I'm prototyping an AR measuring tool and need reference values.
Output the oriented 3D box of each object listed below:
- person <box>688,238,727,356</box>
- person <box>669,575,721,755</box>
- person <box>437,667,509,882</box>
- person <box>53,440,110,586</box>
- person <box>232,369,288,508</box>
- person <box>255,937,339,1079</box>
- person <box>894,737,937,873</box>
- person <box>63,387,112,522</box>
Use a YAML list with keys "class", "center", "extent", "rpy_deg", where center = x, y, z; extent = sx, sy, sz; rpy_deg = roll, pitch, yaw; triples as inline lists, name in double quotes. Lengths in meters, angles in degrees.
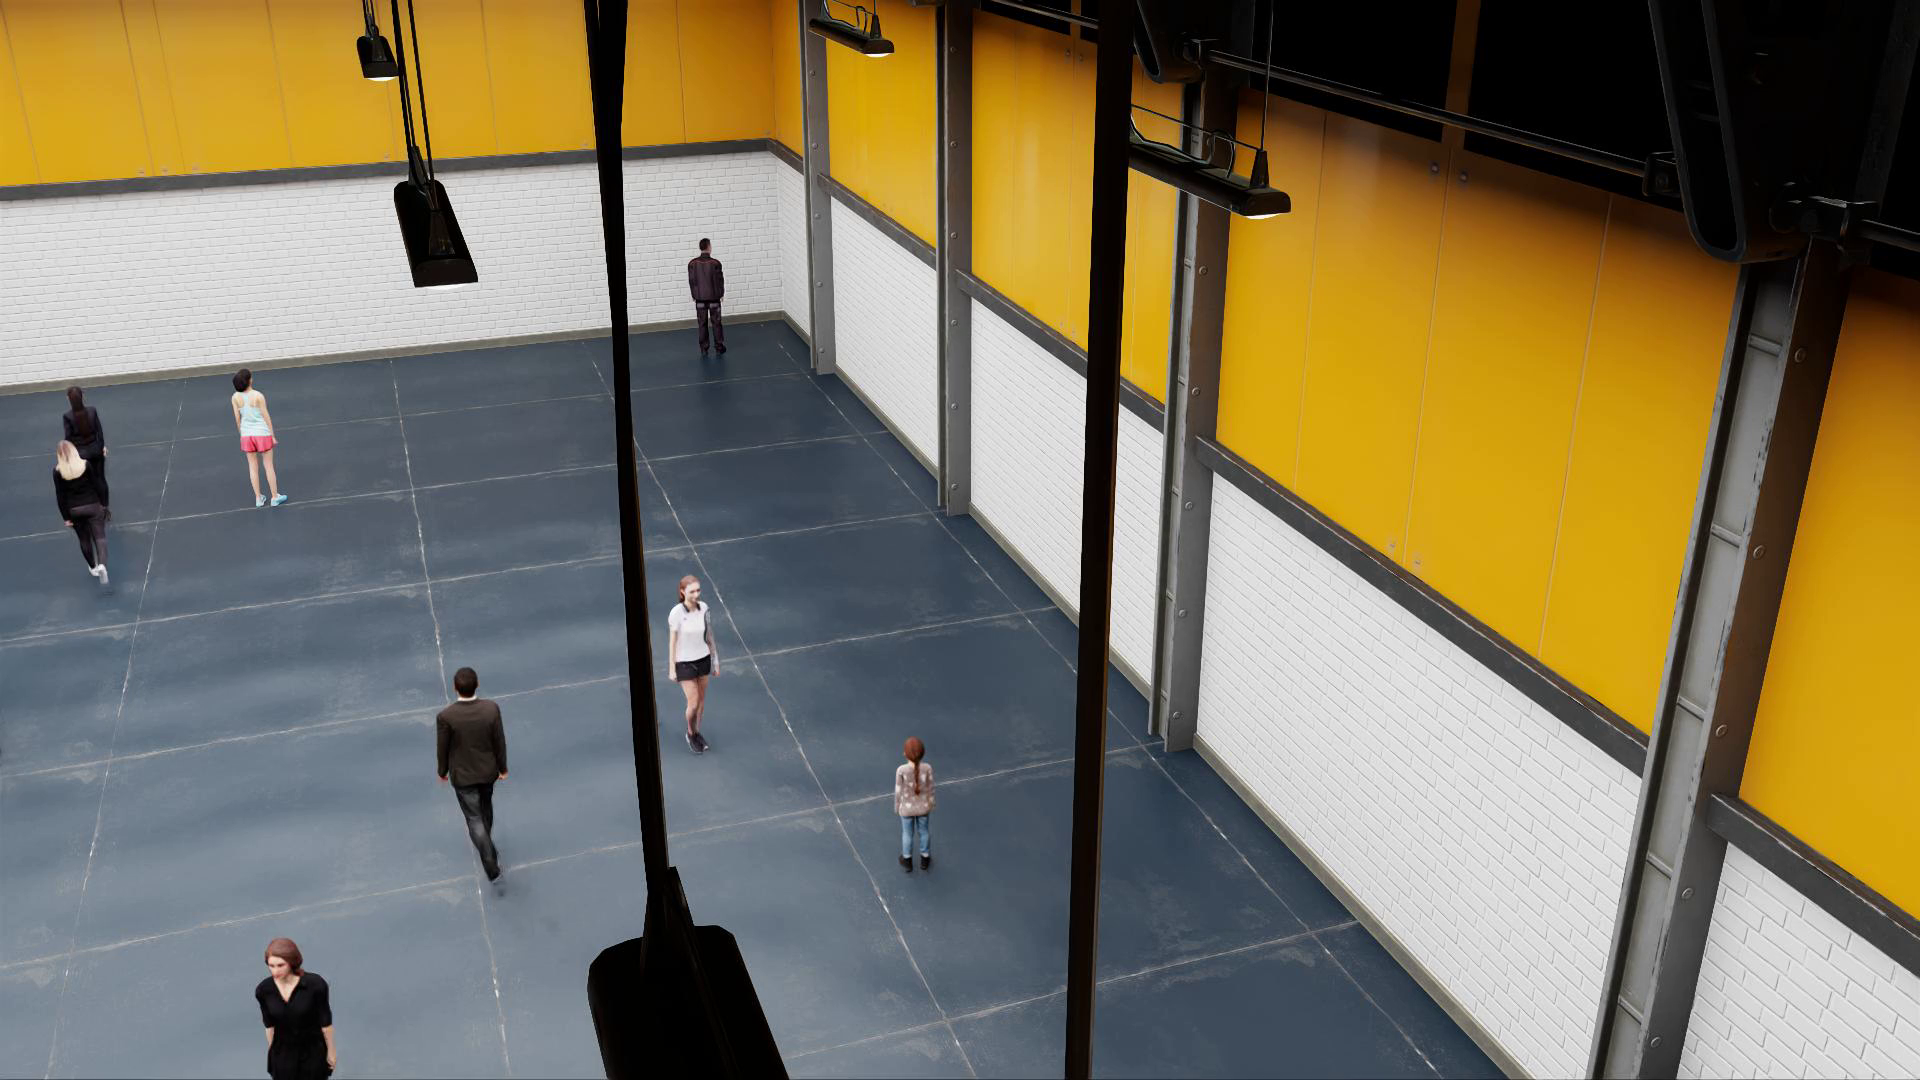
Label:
- class: "person"
  center: [-4.002, -3.870, 26.376]
  extent: [0.792, 1.850, 0.747]
  rpy_deg: [0, 24, 0]
- class: "person"
  center: [-2.474, 1.099, 15.144]
  extent: [0.688, 1.741, 0.713]
  rpy_deg: [-18, 29, -36]
- class: "person"
  center: [-3.868, 1.890, 13.294]
  extent: [0.835, 1.773, 1.173]
  rpy_deg: [-14, 27, -29]
- class: "person"
  center: [-9.673, -0.280, 18.392]
  extent: [0.706, 1.666, 1.075]
  rpy_deg: [-13, 27, -27]
- class: "person"
  center: [-8.685, -1.270, 20.533]
  extent: [0.665, 1.765, 0.691]
  rpy_deg: [0, 24, 0]
- class: "person"
  center: [-4.119, 3.163, 10.482]
  extent: [0.634, 1.693, 0.659]
  rpy_deg: [-4, 24, -9]
- class: "person"
  center: [-0.368, 2.135, 13.456]
  extent: [0.515, 1.194, 0.495]
  rpy_deg: [-4, 24, -10]
- class: "person"
  center: [-10.459, -1.009, 20.016]
  extent: [0.698, 1.701, 0.759]
  rpy_deg: [-18, 30, -36]
